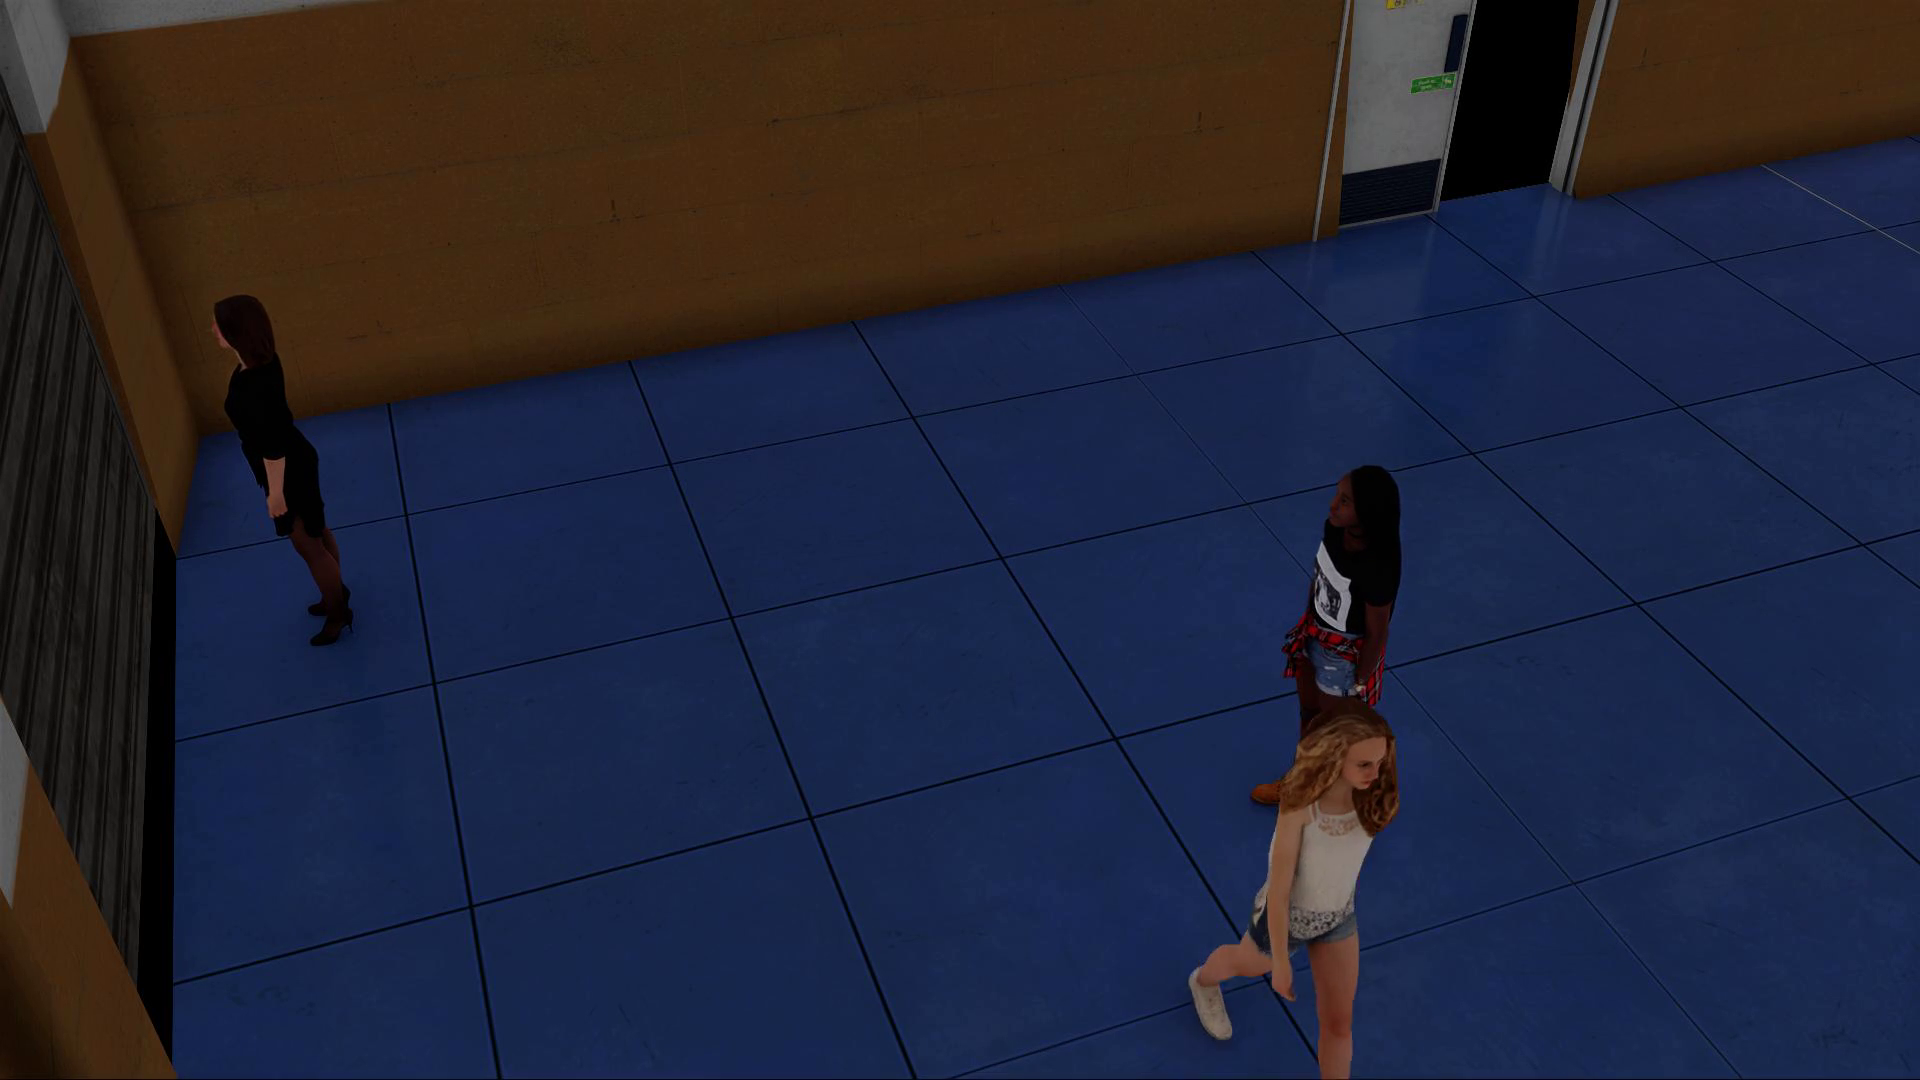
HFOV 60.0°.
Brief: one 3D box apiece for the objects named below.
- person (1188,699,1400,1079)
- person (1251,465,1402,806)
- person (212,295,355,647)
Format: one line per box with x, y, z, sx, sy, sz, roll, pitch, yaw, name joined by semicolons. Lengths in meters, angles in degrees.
0.999;1.132;5.214;0.625;1.713;1.152;-15;39;-19;person
1.389;0.447;6.113;0.669;1.728;0.539;-10;38;-13;person
-2.865;-0.286;7.094;0.653;1.706;0.444;-10;38;-13;person
